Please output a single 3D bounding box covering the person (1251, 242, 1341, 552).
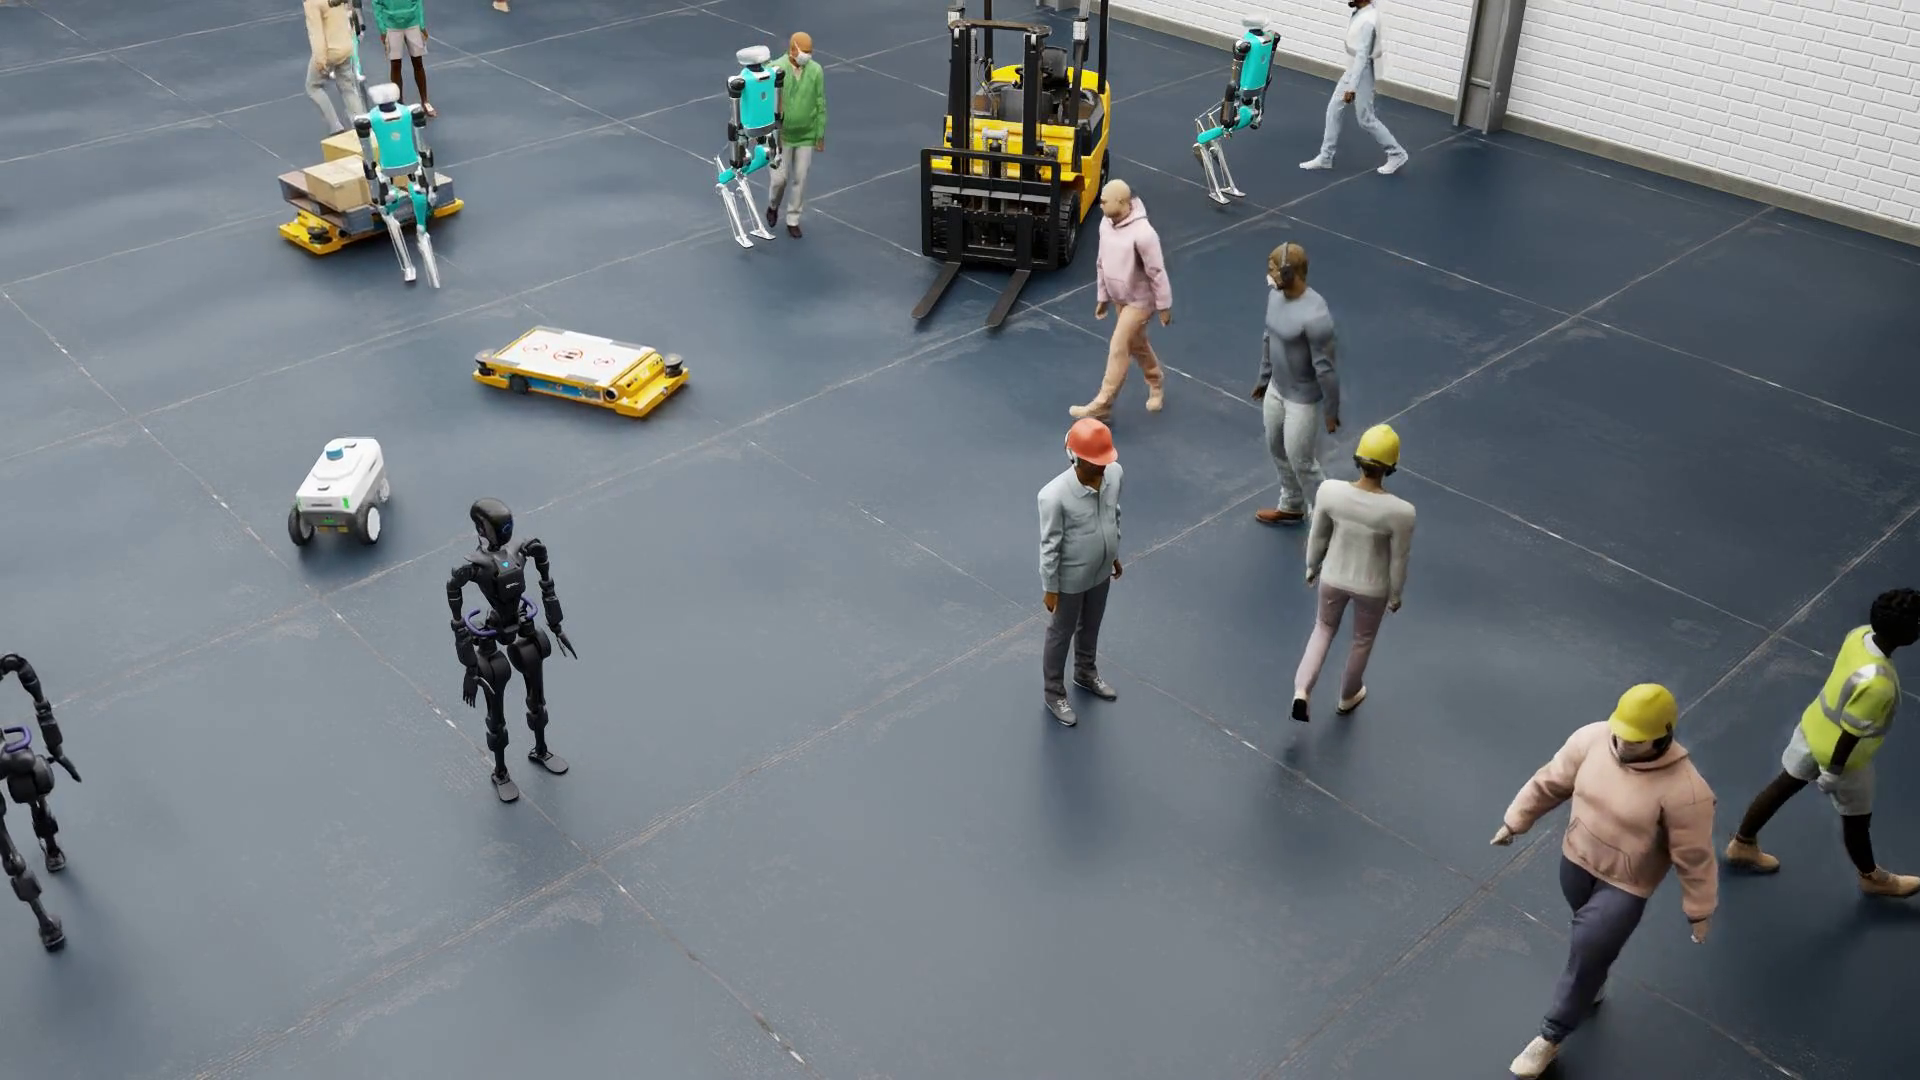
[{"bbox_3d":[2.033,-0.868,10.020,0.461,1.894,0.709,-10,34,-15],"label":"person"}]

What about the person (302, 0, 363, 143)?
[{"bbox_3d":[-6.082,-4.693,15.924,0.580,1.857,0.595,9,34,13],"label":"person"}]

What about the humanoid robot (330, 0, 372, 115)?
[{"bbox_3d":[-6.222,-5.024,16.657,0.536,1.887,0.801,-8,34,-13],"label":"humanoid robot"}]

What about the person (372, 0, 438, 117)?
[{"bbox_3d":[-5.593,-5.150,16.639,0.491,1.851,0.395,-16,36,-23],"label":"person"}]

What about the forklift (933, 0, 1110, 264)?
[{"bbox_3d":[0.570,-3.725,14.138,1.214,2.155,2.313,9,34,13],"label":"forklift"}]

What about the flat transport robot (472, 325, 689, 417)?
[{"bbox_3d":[-2.756,-1.235,12.072,1.431,0.231,0.659,13,35,19],"label":"flat transport robot"}]

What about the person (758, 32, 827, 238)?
[{"bbox_3d":[-1.413,-3.433,14.083,0.588,1.754,0.433,-11,35,-16],"label":"person"}]

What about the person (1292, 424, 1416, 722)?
[{"bbox_3d":[1.995,0.220,8.477,0.527,1.751,0.575,19,38,27],"label":"person"}]

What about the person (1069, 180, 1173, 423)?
[{"bbox_3d":[1.168,-1.619,11.334,0.793,1.727,0.533,-14,36,-21],"label":"person"}]

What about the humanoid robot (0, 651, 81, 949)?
[{"bbox_3d":[-4.292,1.011,7.378,0.614,1.623,0.787,-21,39,-29],"label":"humanoid robot"}]

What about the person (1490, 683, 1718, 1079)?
[{"bbox_3d":[2.520,1.353,6.651,0.839,1.834,0.846,-20,38,-27],"label":"person"}]

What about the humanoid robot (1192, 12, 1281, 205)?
[{"bbox_3d":[2.347,-3.819,14.577,0.533,1.674,0.735,-27,41,-35],"label":"humanoid robot"}]

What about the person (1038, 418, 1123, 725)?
[{"bbox_3d":[0.641,0.144,8.589,0.571,1.750,0.329,-27,42,-35],"label":"person"}]

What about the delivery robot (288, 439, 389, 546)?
[{"bbox_3d":[-3.866,-0.304,10.396,0.499,0.614,0.804,0,33,0],"label":"delivery robot"}]

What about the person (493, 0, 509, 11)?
[{"bbox_3d":[-5.832,-7.337,20.118,0.926,1.716,0.491,27,42,35],"label":"person"}]

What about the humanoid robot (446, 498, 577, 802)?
[{"bbox_3d":[-2.179,0.510,8.087,0.599,1.656,0.315,-27,41,-35],"label":"humanoid robot"}]

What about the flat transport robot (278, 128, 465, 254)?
[{"bbox_3d":[-5.158,-2.872,14.587,0.659,0.231,1.431,27,42,35],"label":"flat transport robot"}]

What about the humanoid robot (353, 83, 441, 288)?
[{"bbox_3d":[-4.453,-2.796,13.171,0.554,1.801,0.865,-17,37,-24],"label":"humanoid robot"}]

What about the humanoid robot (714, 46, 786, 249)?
[{"bbox_3d":[-1.798,-3.285,13.756,0.533,1.674,0.735,-27,41,-35],"label":"humanoid robot"}]

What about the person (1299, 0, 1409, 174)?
[{"bbox_3d":[3.739,-4.270,15.271,0.928,1.878,0.608,0,33,0],"label":"person"}]

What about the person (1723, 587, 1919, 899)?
[{"bbox_3d":[4.055,0.916,7.483,0.864,1.645,0.547,8,34,11],"label":"person"}]
